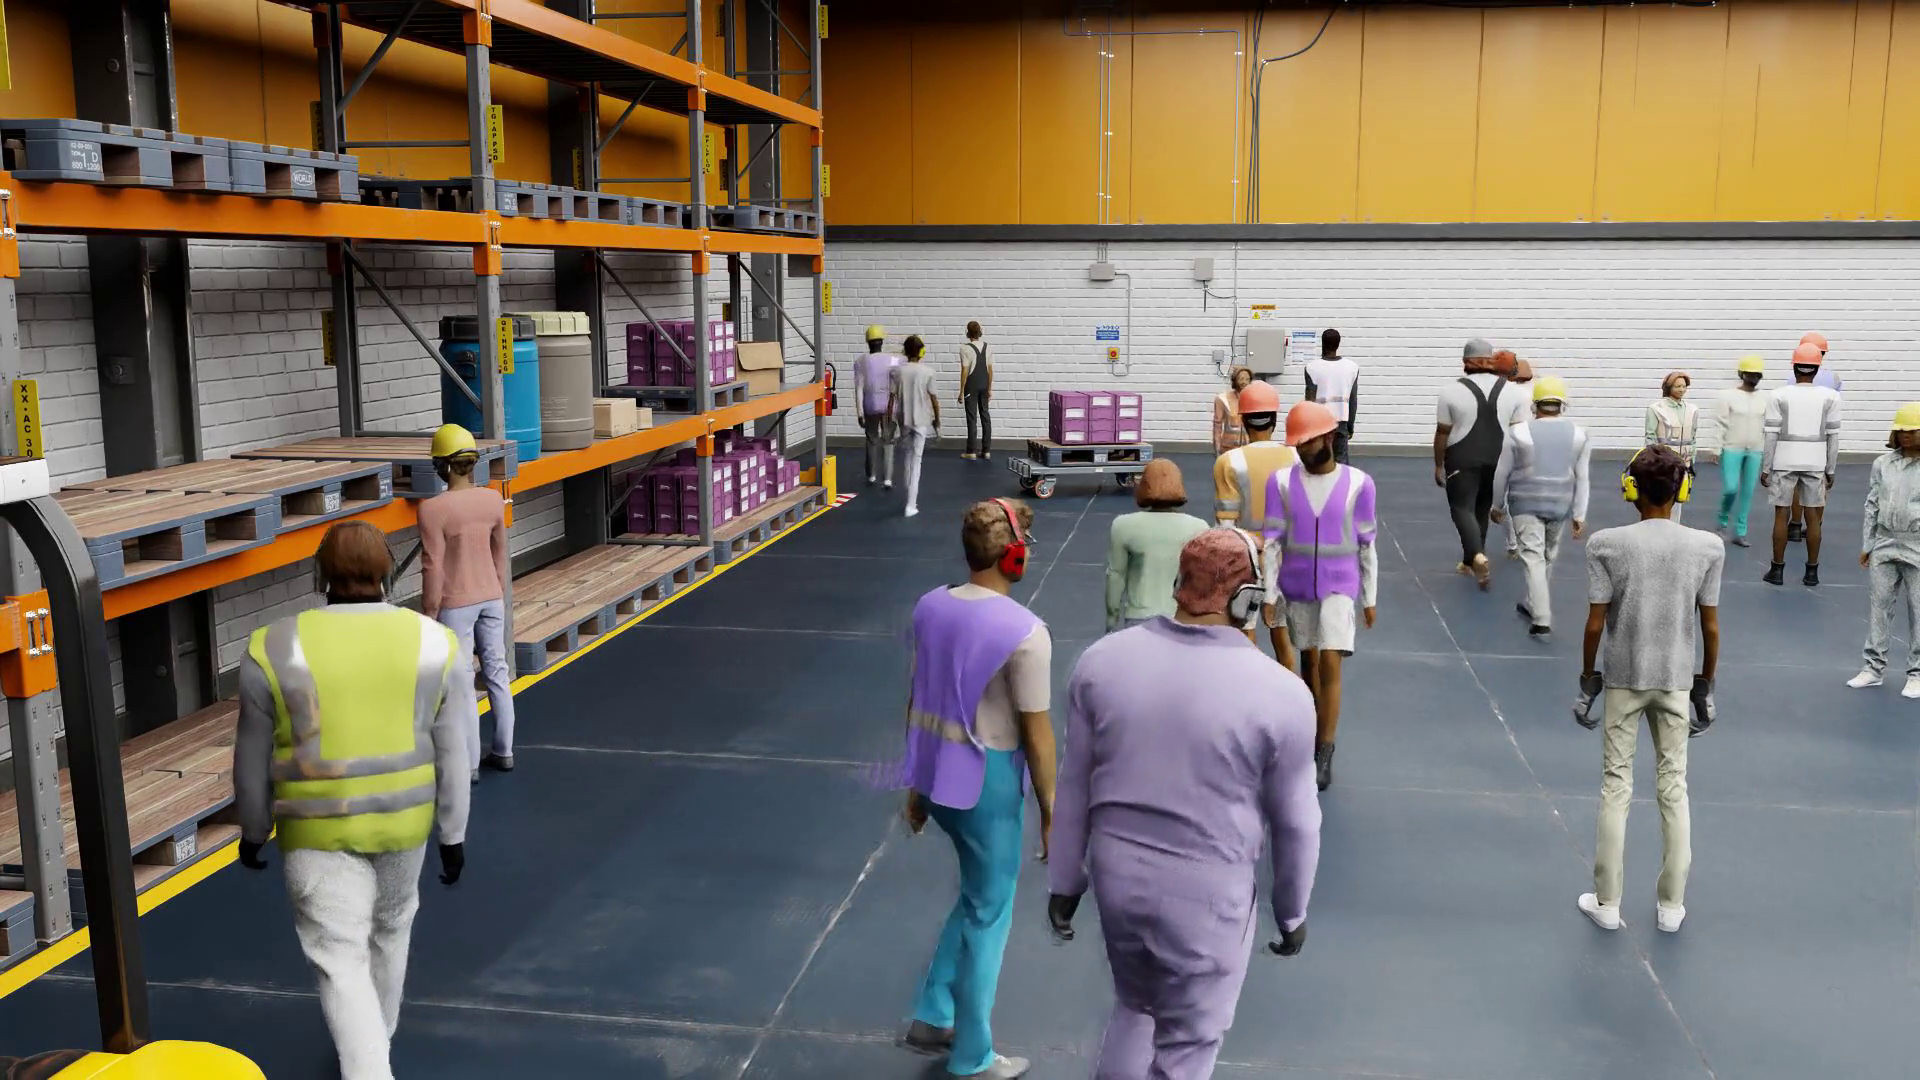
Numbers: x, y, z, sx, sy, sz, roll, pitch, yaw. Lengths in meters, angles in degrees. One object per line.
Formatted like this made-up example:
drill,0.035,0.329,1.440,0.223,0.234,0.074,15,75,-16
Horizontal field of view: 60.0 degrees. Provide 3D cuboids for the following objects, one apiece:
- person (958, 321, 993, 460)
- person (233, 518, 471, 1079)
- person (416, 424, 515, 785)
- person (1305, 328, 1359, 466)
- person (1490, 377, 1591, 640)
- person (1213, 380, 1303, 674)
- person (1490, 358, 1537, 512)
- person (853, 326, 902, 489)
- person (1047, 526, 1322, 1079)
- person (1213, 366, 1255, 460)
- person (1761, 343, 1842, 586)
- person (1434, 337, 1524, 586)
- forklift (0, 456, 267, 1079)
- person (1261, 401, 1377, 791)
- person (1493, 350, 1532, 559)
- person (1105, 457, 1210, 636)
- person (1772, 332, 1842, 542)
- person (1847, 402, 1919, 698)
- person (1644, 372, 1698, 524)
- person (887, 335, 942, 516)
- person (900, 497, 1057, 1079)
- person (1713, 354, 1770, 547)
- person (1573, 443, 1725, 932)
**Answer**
person,0.207,-1.981,22.083,0.506,1.841,0.344,-6,11,-31
person,-1.734,0.841,4.823,0.625,1.811,0.942,-6,11,-32
person,-2.436,0.316,8.146,0.331,1.768,0.526,6,11,31
person,3.770,-1.188,16.950,0.587,1.920,0.394,-2,9,-13
person,3.997,-0.231,11.484,0.589,1.785,0.919,0,9,-2
person,1.567,0.128,8.789,0.547,1.934,0.376,-3,10,-16
person,5.764,-1.054,17.100,0.520,1.634,0.599,-5,11,-31
person,-0.943,-1.537,19.284,0.581,1.867,1.027,-1,9,-8
person,0.570,0.900,4.211,0.671,1.879,0.489,7,12,37
person,2.611,-0.805,15.506,0.512,1.611,0.775,0,9,2
person,6.685,-0.600,13.267,0.548,1.936,0.378,3,10,17
person,4.154,-0.662,13.332,0.684,2.000,0.938,-1,9,-4
forklift,-2.328,0.975,2.765,2.313,2.155,1.214,1,9,9
person,1.810,0.230,8.367,0.575,1.876,1.004,3,10,18
person,4.574,-0.699,14.192,0.599,1.832,0.986,6,11,31
person,0.975,0.397,8.161,0.506,1.605,0.804,0,9,-3
person,7.840,-0.949,15.417,0.552,1.937,0.356,-3,10,-17
person,5.567,0.058,9.813,0.325,1.740,0.493,-7,11,-36
person,6.150,-0.638,14.418,0.523,1.640,0.306,-3,10,-15
person,-0.447,-1.190,17.173,0.537,1.842,0.724,2,9,14
person,0.057,0.783,5.050,0.440,1.831,0.566,-6,11,-33
person,7.116,-0.807,15.077,0.544,1.754,0.364,0,9,0
person,2.606,0.564,6.320,0.507,1.865,0.329,2,9,11
